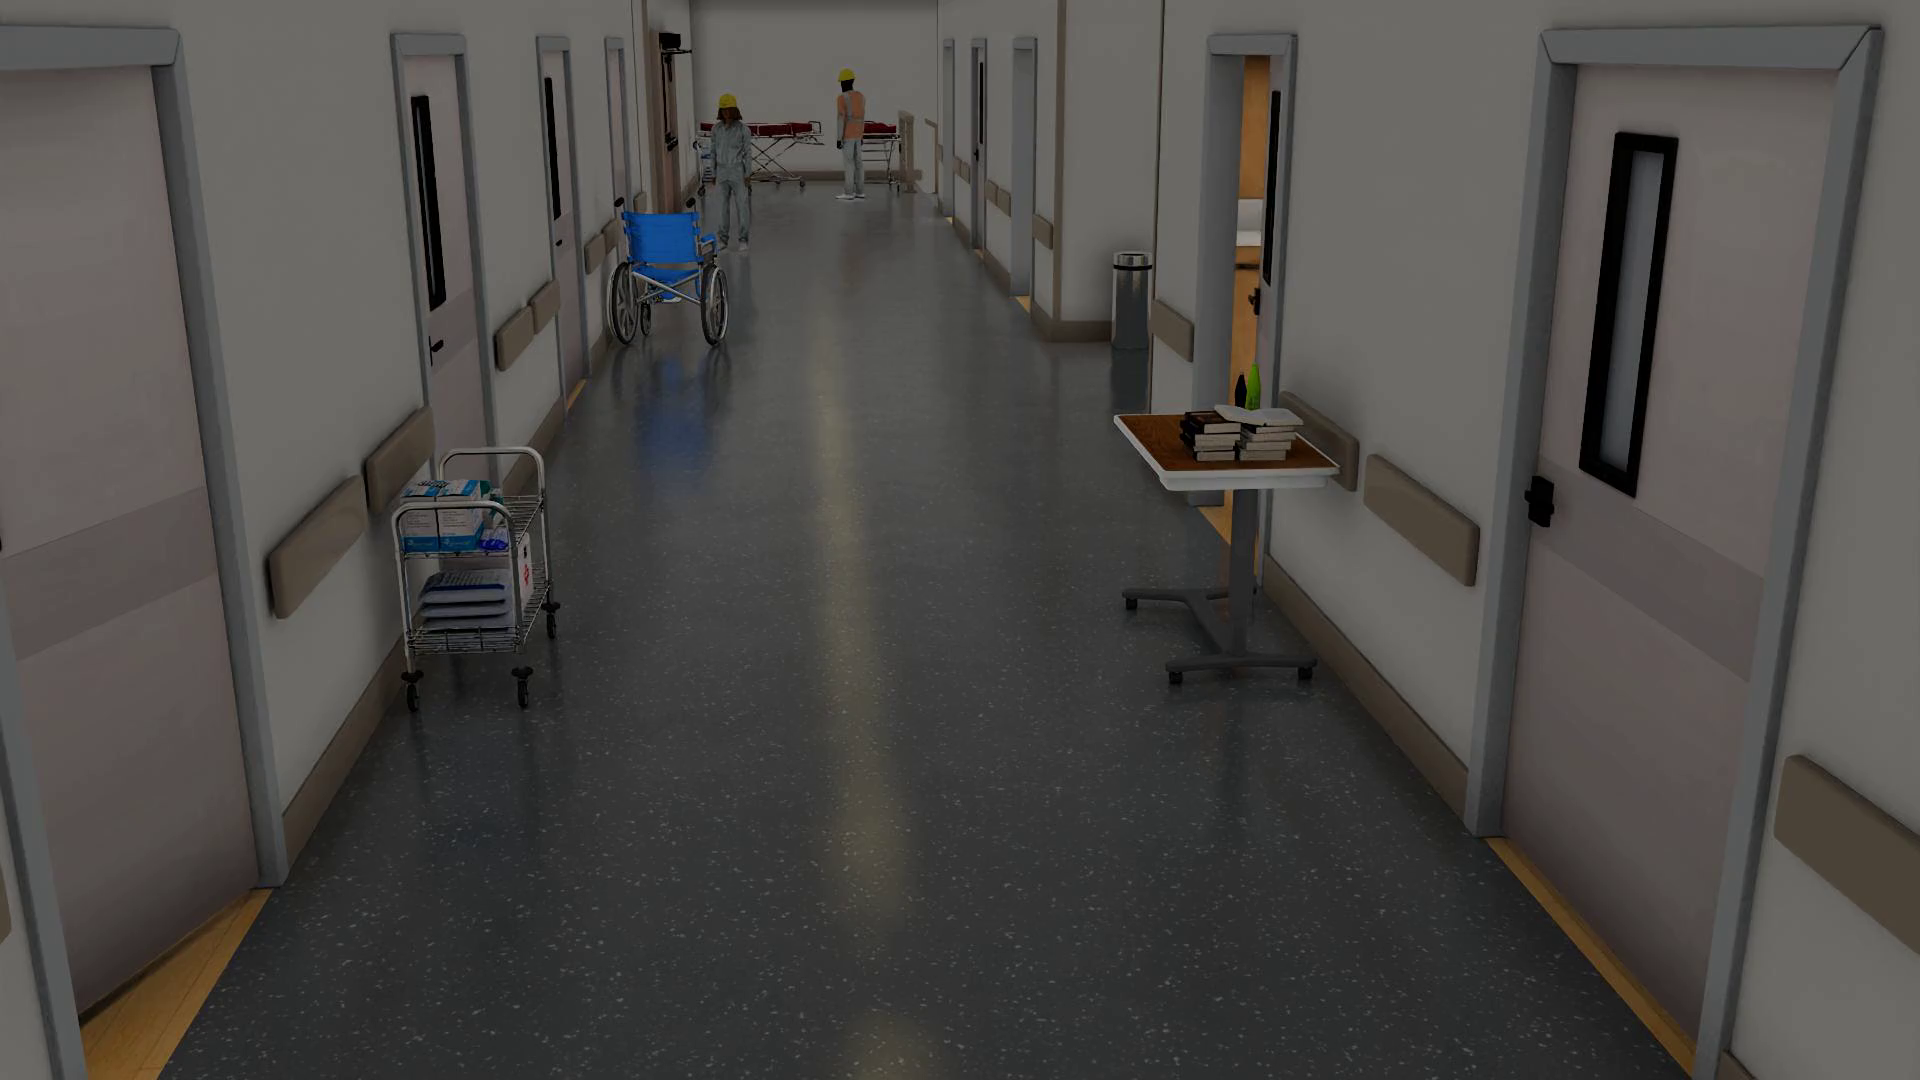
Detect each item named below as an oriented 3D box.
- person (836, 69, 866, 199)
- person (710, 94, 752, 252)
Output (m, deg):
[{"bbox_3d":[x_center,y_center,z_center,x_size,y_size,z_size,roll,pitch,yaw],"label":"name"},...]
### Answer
[{"bbox_3d":[-1.664,-6.114,25.096,0.397,1.920,0.586,12,20,34],"label":"person"},{"bbox_3d":[-2.588,-4.131,18.765,0.483,1.745,0.302,4,17,13],"label":"person"}]
